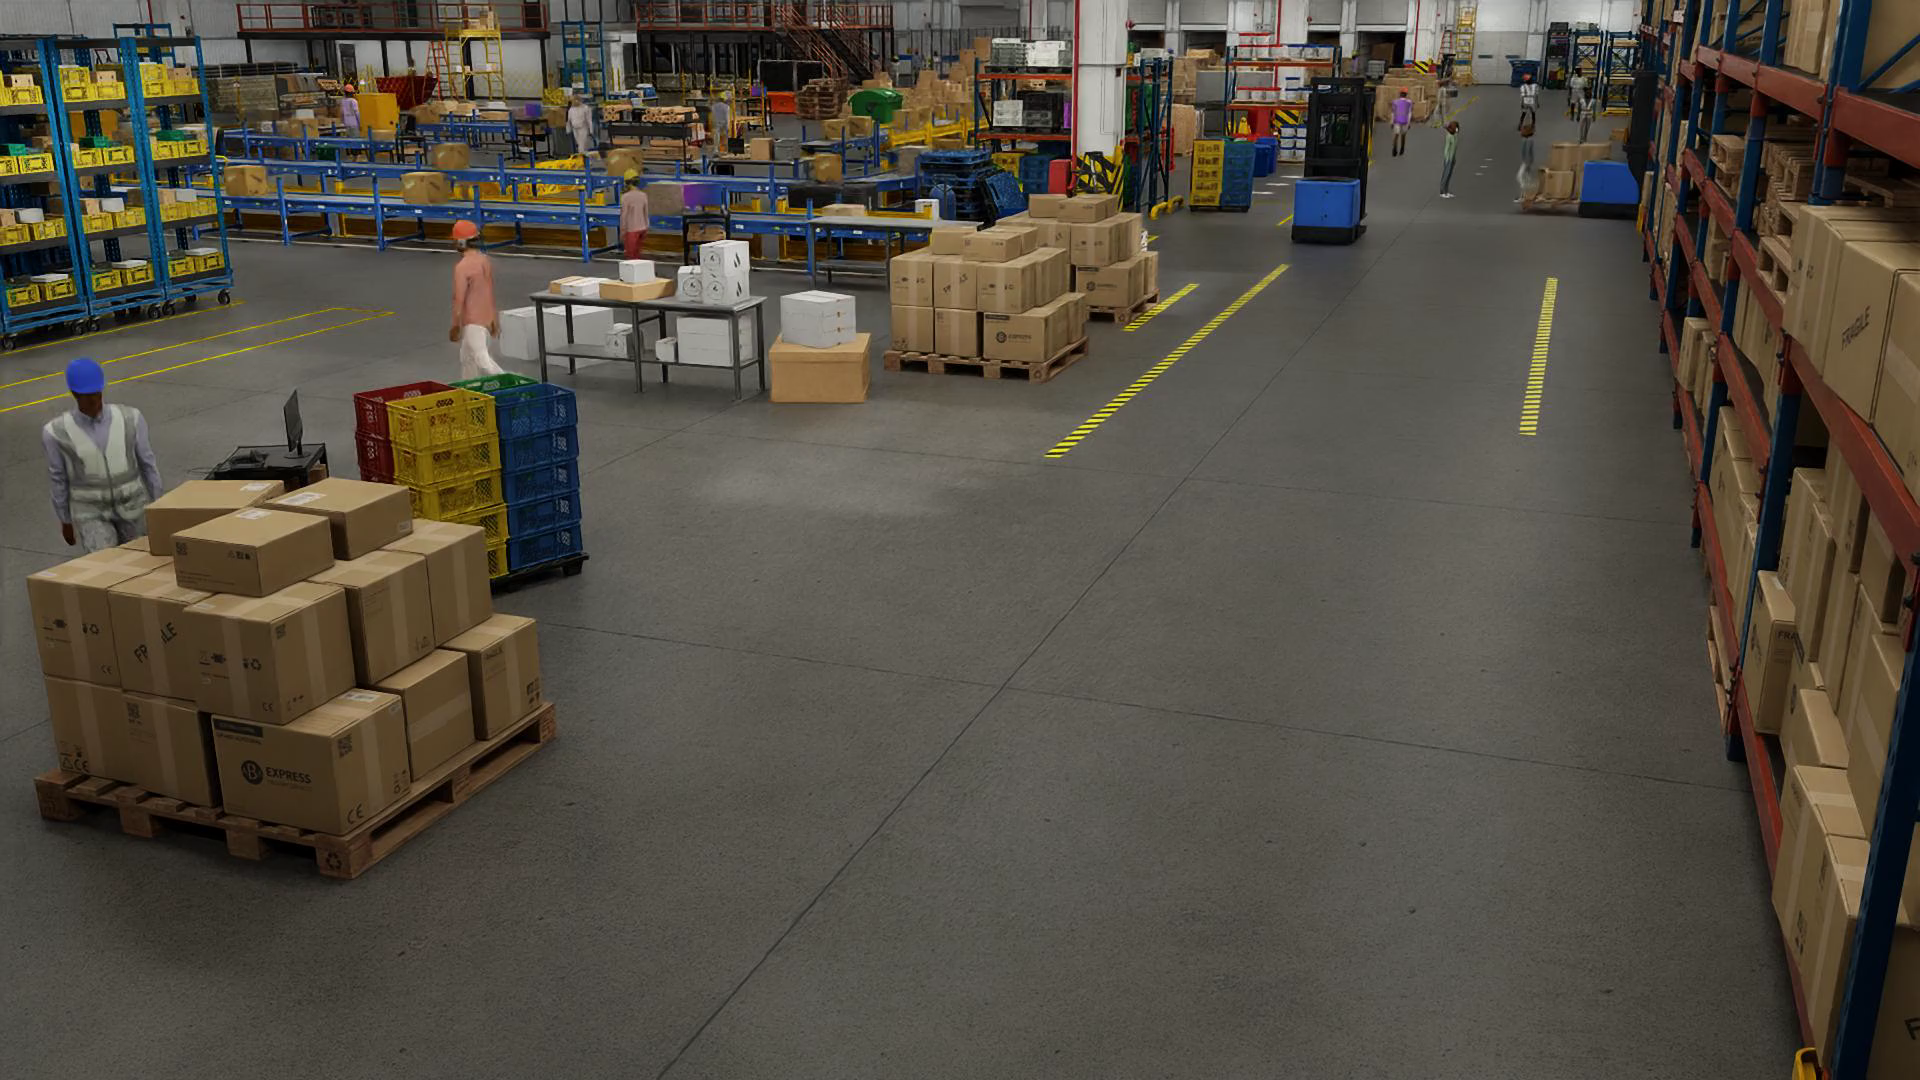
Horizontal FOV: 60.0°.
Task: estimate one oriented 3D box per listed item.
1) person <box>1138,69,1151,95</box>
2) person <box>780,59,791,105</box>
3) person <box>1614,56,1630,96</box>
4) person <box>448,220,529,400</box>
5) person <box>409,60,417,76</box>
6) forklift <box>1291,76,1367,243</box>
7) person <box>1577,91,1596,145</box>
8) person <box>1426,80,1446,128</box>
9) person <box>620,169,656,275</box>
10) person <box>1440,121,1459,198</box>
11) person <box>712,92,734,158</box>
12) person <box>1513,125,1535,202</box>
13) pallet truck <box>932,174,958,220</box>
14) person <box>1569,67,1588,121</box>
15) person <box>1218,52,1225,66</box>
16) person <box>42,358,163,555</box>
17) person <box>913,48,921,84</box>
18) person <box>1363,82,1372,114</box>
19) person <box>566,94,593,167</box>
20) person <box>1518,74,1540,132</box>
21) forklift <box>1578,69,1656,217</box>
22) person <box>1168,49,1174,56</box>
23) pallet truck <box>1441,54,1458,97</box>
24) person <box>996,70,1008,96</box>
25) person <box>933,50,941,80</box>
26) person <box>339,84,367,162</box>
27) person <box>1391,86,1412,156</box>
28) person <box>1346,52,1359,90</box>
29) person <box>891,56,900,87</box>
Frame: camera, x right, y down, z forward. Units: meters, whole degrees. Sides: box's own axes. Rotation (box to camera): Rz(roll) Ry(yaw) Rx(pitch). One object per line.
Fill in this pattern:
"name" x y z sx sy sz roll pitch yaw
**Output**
"person" 6.578 -15.945 59.827 0.560 1.914 0.720 16 23 40
"person" -7.513 -19.776 71.875 0.501 1.909 0.603 14 22 37
"person" 31.721 -22.225 79.563 0.682 1.911 0.660 15 23 39
"person" -4.757 -2.197 16.553 0.945 1.963 0.607 3 18 8
"person" -24.467 -20.605 74.663 0.995 1.785 0.536 6 19 18
"forklift" 6.598 -6.755 29.381 1.129 2.768 1.873 6 19 19
"person" 18.998 -12.800 50.450 0.530 1.592 0.843 6 19 17
"person" 16.586 -15.117 57.705 0.781 1.599 0.547 12 21 32
"person" -4.653 -4.474 24.052 0.567 1.740 0.535 10 20 28
"person" 10.668 -8.277 36.185 0.265 1.632 0.509 13 22 35
"person" -6.569 -11.440 45.889 0.599 1.789 0.923 7 19 20
"person" 12.002 -7.959 35.225 0.529 1.600 0.521 10 20 28
"pallet truck" -0.507 -5.292 27.348 0.653 1.274 1.630 6 19 19
"person" 22.793 -16.425 61.287 0.687 1.943 0.387 2 18 6
"person" 13.638 -24.720 87.537 0.541 1.825 0.889 -9 20 -26
"person" -5.359 -0.228 10.440 0.620 1.921 0.827 -13 22 -36
"person" -2.389 -26.186 91.965 0.545 1.939 0.354 13 22 36
"person" 12.986 -13.818 53.401 0.650 1.741 0.560 -15 23 -39
"person" -9.900 -10.608 43.153 0.672 1.848 1.014 7 19 22
"person" 19.248 -14.760 56.156 0.621 1.890 0.417 4 18 12
"forklift" 13.219 -7.740 32.475 1.873 2.768 1.129 6 19 18
"person" 11.704 -26.113 91.789 0.965 1.896 0.639 5 18 16
"pallet truck" 22.765 -21.886 78.355 0.823 1.965 1.885 -4 18 -14
"person" 1.655 -18.092 66.668 0.503 1.861 0.330 1 18 3
"person" -1.297 -25.748 90.698 0.598 1.870 0.418 -2 18 -6
"person" -16.244 -11.124 44.467 0.608 2.044 0.370 8 19 24
"person" 12.363 -11.746 46.663 0.546 1.912 0.851 6 19 19
"person" 20.407 -24.254 85.990 0.963 1.890 0.605 -5 18 -15
"person" -3.308 -23.920 85.173 0.504 1.726 0.503 -2 18 -6
